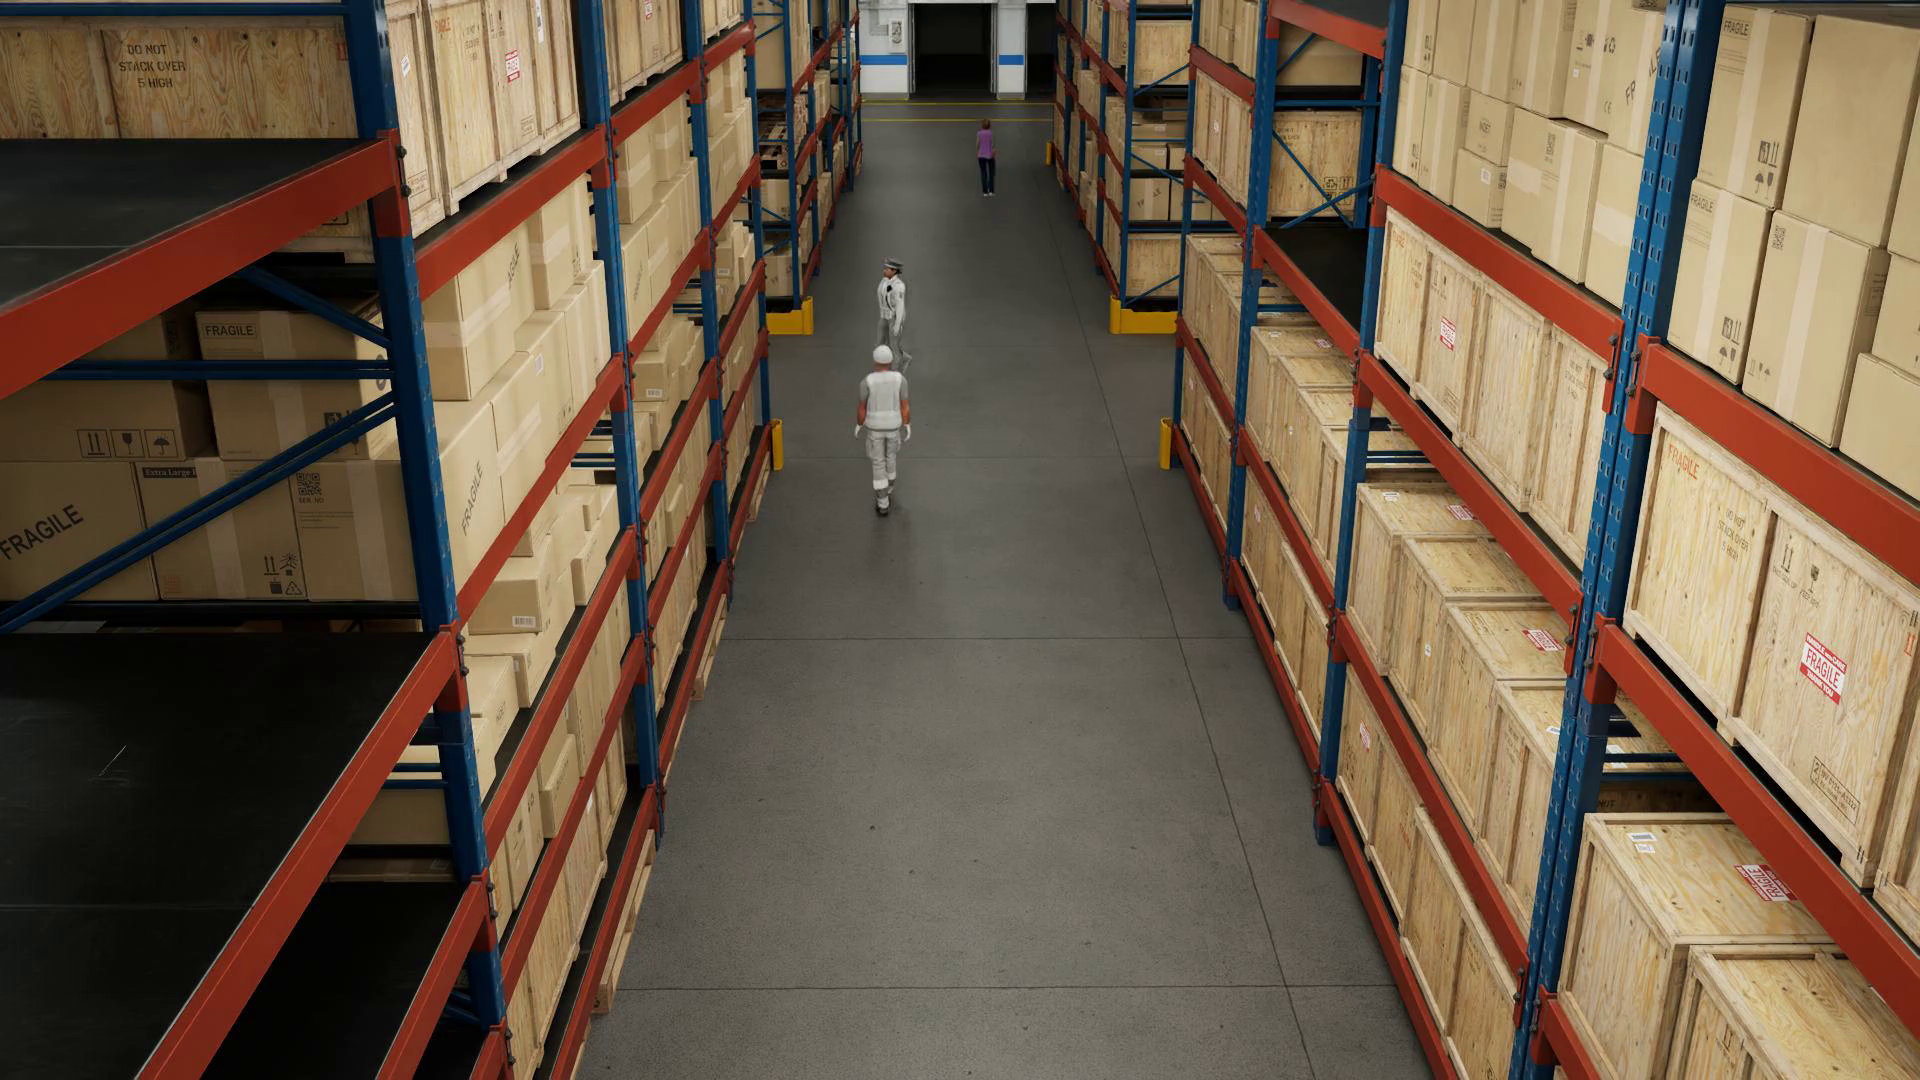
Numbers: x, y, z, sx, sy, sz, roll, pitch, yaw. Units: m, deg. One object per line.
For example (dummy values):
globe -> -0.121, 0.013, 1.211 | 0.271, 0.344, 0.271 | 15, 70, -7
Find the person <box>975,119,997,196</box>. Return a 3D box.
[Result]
person -> 0.555, -8.090, 35.232 | 0.461, 1.615, 0.363 | 2, 22, 5

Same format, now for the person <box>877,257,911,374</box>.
person -> -0.851, -2.917, 21.979 | 0.542, 1.691, 0.493 | -14, 26, -32

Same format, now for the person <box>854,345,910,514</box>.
person -> -0.858, -1.232, 17.588 | 0.569, 1.775, 0.779 | -7, 22, -16
